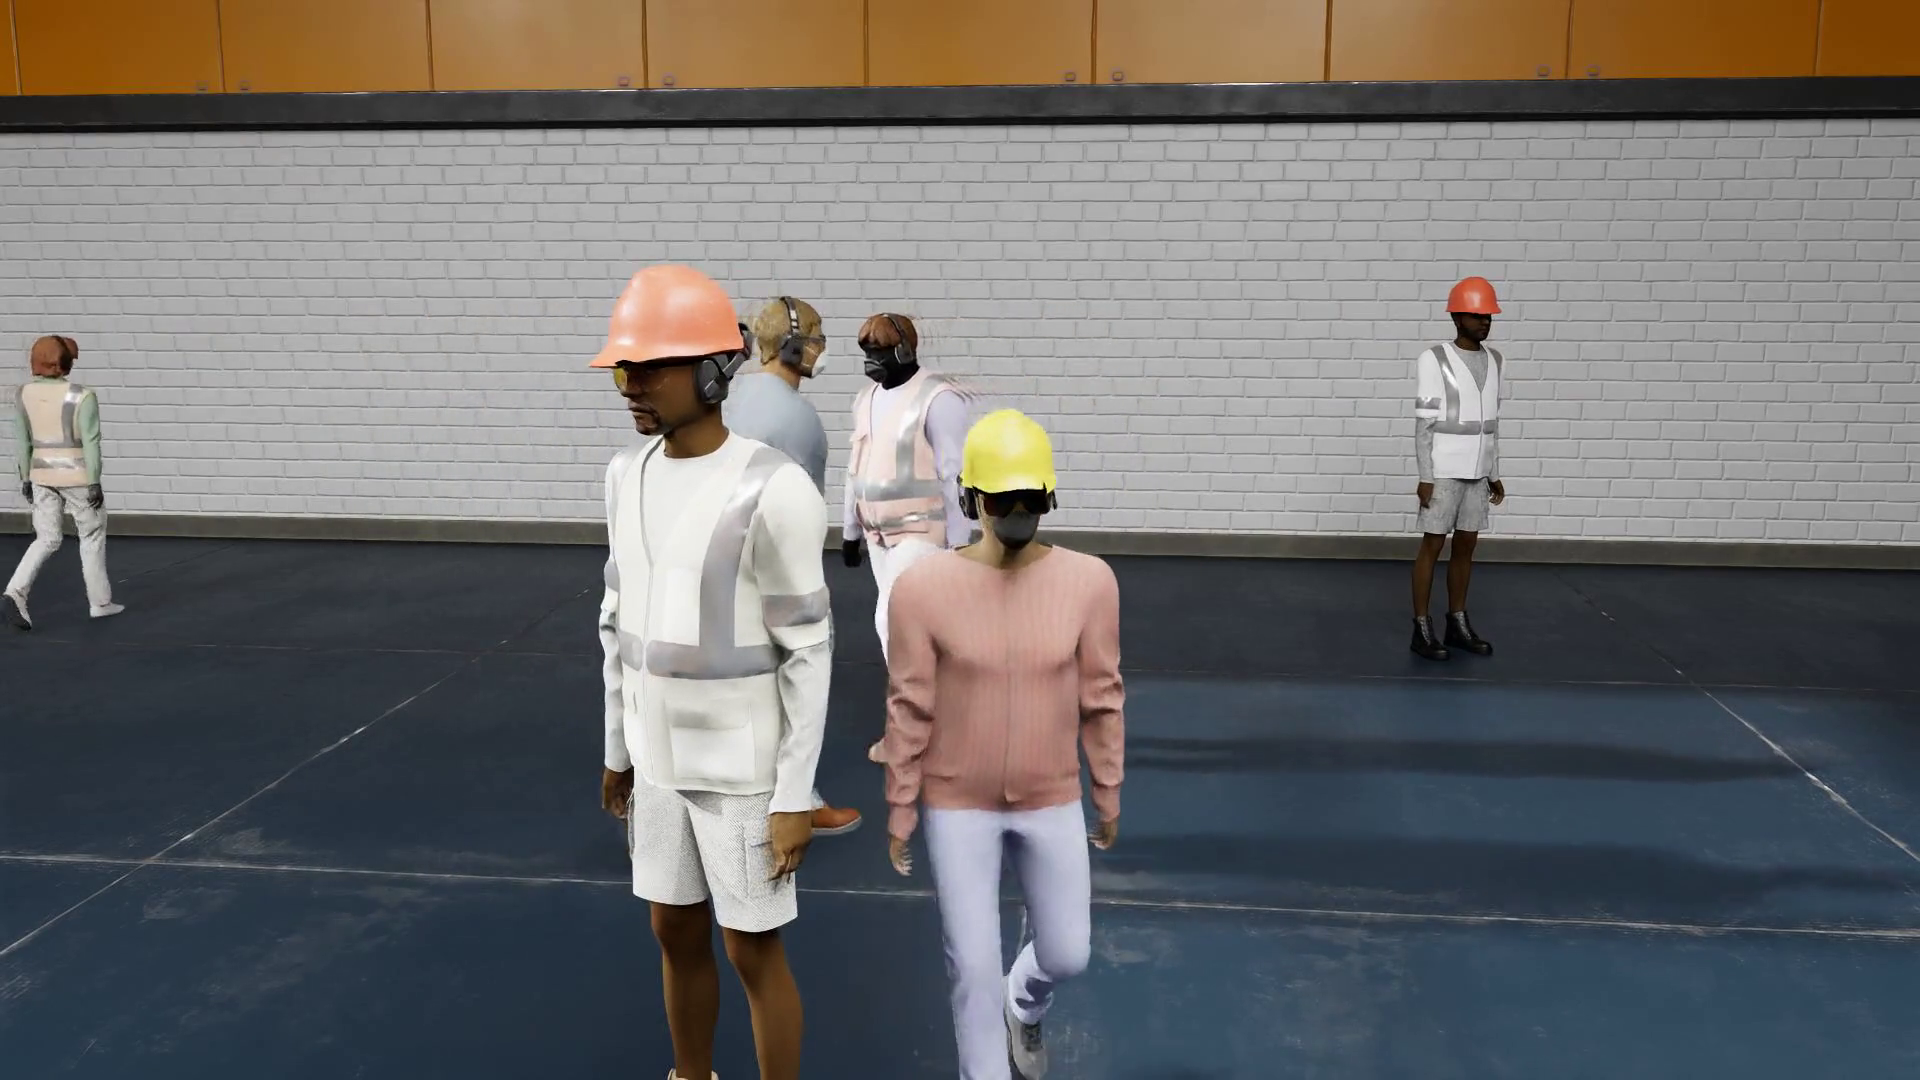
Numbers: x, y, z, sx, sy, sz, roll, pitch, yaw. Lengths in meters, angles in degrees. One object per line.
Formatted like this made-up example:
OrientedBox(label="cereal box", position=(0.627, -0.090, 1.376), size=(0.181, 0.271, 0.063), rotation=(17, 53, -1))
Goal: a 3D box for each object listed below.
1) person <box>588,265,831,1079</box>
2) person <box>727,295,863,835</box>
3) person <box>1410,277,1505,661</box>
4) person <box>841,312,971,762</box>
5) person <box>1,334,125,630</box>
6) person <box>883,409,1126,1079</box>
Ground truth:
OrientedBox(label="person", position=(-0.557, 0.458, 3.486), size=(0.615, 2.040, 0.391), rotation=(8, 13, 38))
OrientedBox(label="person", position=(-0.675, 0.131, 5.697), size=(0.639, 1.925, 0.646), rotation=(-4, 11, -21))
OrientedBox(label="person", position=(2.553, -0.360, 8.463), size=(0.542, 1.939, 0.366), rotation=(-5, 11, -25))
OrientedBox(label="person", position=(-0.297, -0.009, 6.801), size=(0.636, 1.819, 0.644), rotation=(-8, 13, -38))
OrientedBox(label="person", position=(-4.967, -0.314, 9.126), size=(0.521, 1.618, 0.709), rotation=(2, 10, 10))
OrientedBox(label="person", position=(0.093, 0.562, 3.731), size=(0.540, 1.746, 0.604), rotation=(-2, 10, -9))
